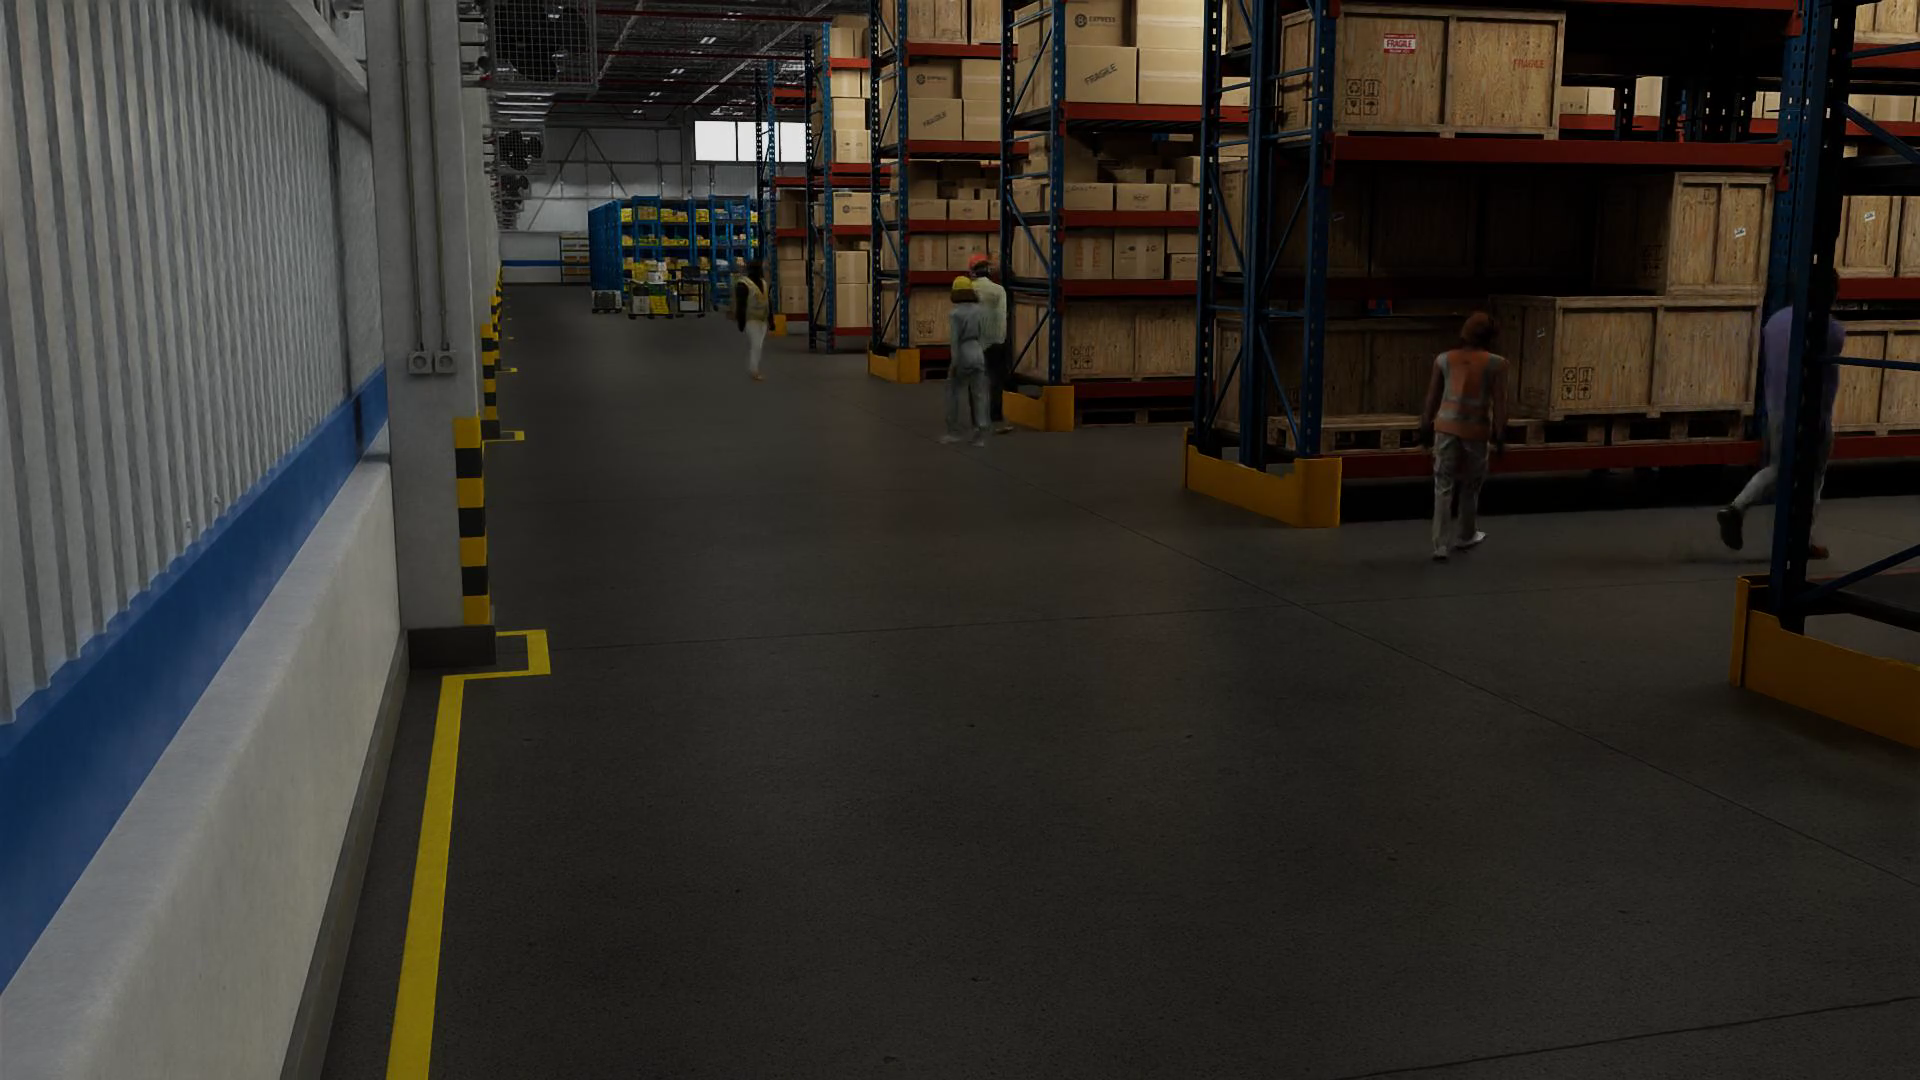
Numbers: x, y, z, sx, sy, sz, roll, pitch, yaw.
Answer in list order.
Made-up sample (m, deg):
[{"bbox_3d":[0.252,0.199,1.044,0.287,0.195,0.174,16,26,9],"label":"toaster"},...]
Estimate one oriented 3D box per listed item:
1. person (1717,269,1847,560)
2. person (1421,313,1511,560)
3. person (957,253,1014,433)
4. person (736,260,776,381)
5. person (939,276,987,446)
[{"bbox_3d":[5.302,-0.802,10.643,0.679,1.918,0.633,-3,11,-18],"label":"person"},{"bbox_3d":[3.270,-0.672,10.816,0.581,1.584,0.822,6,12,31],"label":"person"},{"bbox_3d":[0.247,-2.139,18.124,0.659,1.946,0.511,5,11,26],"label":"person"},{"bbox_3d":[-3.030,-3.309,25.123,0.568,1.826,0.629,6,12,31],"label":"person"},{"bbox_3d":[0.028,-1.829,17.007,0.484,1.715,0.655,-8,13,-37],"label":"person"}]
